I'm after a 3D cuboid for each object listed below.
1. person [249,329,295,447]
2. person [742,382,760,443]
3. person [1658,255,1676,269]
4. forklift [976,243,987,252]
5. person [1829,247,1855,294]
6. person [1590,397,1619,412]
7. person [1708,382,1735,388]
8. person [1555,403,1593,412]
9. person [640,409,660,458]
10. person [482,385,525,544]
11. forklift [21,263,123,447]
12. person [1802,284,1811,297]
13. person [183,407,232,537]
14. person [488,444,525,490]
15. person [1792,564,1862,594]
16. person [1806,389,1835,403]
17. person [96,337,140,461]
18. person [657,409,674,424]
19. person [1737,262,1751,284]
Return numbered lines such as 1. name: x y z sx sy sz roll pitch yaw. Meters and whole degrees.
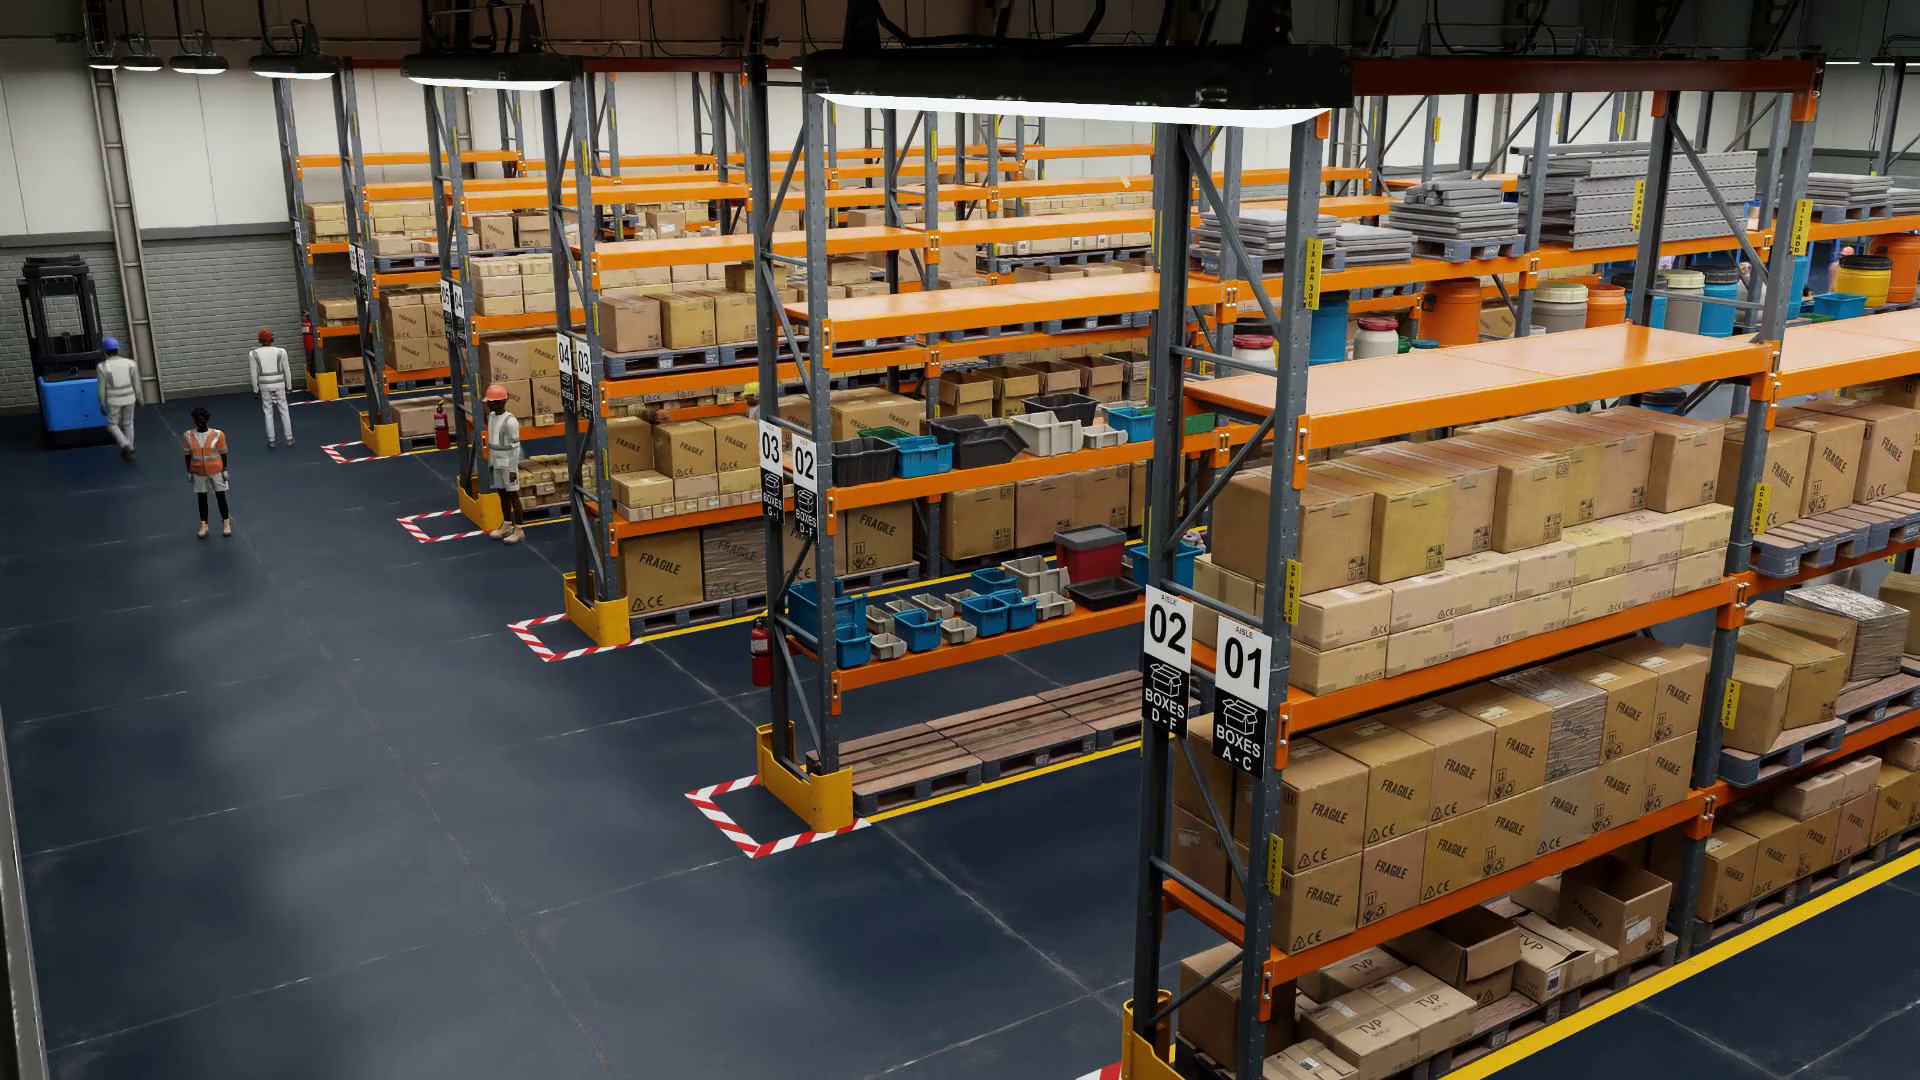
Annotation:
1. person: -10.975 -2.429 25.187 0.583 1.882 0.337 -7 18 -23
2. person: -2.818 -1.285 21.597 0.906 1.776 0.581 -13 21 -36
3. person: 18.230 -7.251 40.957 0.636 1.911 0.406 -2 17 -7
4. forklift: 0.988 -5.474 34.718 1.214 2.155 2.313 -10 20 -31
5. person: 19.838 -5.584 35.405 0.962 1.951 0.652 -6 18 -20
6. person: 8.756 -1.237 21.084 0.538 2.000 0.683 -9 19 -27
7. person: 14.366 -3.820 29.606 0.844 1.965 0.615 -5 18 -17
8. person: 10.620 -3.074 27.293 0.962 1.891 0.549 -8 19 -24
9. person: -3.812 -0.752 19.827 0.928 1.798 0.651 -2 17 -7
10. person: -5.841 -0.975 20.152 0.607 2.044 0.378 15 23 41
11. forklift: -14.518 -3.079 25.708 1.129 2.768 1.873 -10 20 -31
12. person: 16.144 -4.002 30.417 0.490 1.842 0.512 2 17 5
13. person: -9.744 -0.885 20.437 0.535 1.699 0.318 -4 17 -13
14. person: -6.573 -1.652 22.668 0.987 1.873 0.595 -16 23 -42
15. person: 8.157 0.684 14.926 0.995 1.924 0.621 -8 19 -25
16. person: 12.466 -1.790 22.822 0.615 2.042 0.376 -9 19 -27
17. person: -12.887 -2.156 24.201 0.633 1.934 0.631 12 21 35
18. person: -3.837 -0.904 20.608 0.279 1.633 0.504 -8 19 -24
19. person: 16.405 -4.892 33.226 0.411 1.909 0.643 4 17 11
